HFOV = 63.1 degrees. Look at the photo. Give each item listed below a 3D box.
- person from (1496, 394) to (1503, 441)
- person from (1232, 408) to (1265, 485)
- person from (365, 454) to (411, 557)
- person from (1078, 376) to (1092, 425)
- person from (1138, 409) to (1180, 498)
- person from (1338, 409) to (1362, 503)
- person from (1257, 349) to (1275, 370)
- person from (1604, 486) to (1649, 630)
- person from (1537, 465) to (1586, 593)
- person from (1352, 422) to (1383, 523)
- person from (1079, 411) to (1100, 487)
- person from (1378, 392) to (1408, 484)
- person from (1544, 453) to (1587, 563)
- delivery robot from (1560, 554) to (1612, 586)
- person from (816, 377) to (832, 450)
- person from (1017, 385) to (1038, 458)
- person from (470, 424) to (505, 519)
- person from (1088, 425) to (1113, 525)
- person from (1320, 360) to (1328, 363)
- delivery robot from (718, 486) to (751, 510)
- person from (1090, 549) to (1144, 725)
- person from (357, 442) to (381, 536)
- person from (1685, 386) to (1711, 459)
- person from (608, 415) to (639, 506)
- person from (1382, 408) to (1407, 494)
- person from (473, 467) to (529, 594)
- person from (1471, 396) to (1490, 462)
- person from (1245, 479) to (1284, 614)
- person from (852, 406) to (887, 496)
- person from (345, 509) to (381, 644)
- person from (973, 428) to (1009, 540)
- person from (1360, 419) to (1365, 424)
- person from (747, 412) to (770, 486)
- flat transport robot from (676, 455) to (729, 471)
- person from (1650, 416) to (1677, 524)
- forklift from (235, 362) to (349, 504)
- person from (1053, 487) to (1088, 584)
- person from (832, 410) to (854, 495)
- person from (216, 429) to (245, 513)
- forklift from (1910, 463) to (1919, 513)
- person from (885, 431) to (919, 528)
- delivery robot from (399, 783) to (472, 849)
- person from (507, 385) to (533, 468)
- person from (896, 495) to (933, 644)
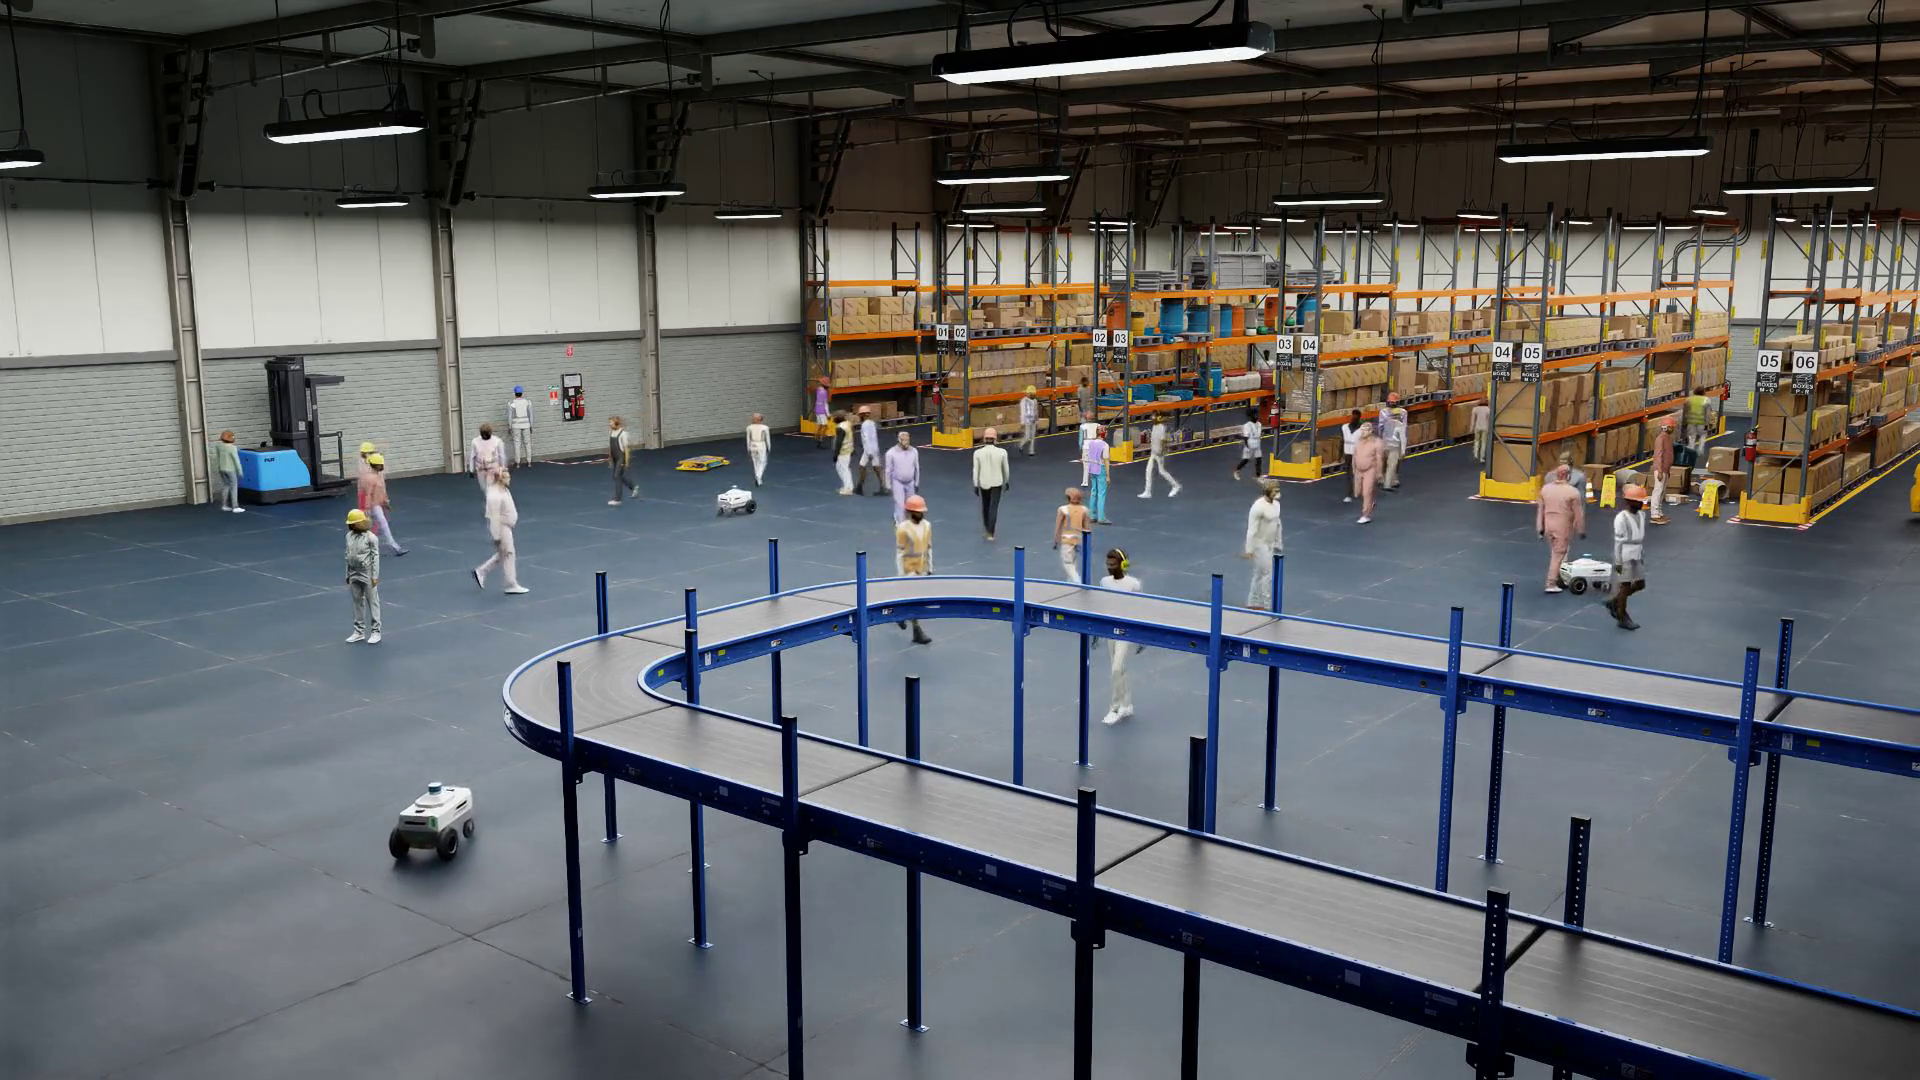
[{"bbox_3d":[13.819,-3.090,39.464,0.596,1.909,0.413,8,13,38],"label":"person"},{"bbox_3d":[6.393,-2.084,34.502,0.537,1.672,0.785,-8,13,-37],"label":"person"},{"bbox_3d":[-9.591,-0.560,25.782,0.963,1.711,0.536,0,10,-3],"label":"person"},{"bbox_3d":[3.377,-3.518,42.118,0.589,1.829,0.458,-8,13,-38],"label":"person"},{"bbox_3d":[4.150,-1.793,32.395,0.875,1.845,0.524,-4,11,-20],"label":"person"},{"bbox_3d":[8.052,-1.743,31.929,0.601,1.895,0.800,8,13,39],"label":"person"},{"bbox_3d":[10.315,-5.459,52.728,0.622,1.942,0.744,5,11,27],"label":"person"},{"bbox_3d":[8.887,0.216,20.829,0.571,1.925,0.501,-6,12,-32],"label":"person"},{"bbox_3d":[8.959,-0.171,23.135,0.826,1.880,0.651,-6,12,-30],"label":"person"},{"bbox_3d":[7.660,-1.280,29.372,0.611,1.890,0.651,-8,13,-38],"label":"person"},{"bbox_3d":[2.822,-1.970,33.935,0.512,1.642,0.312,-3,10,-15],"label":"person"},{"bbox_3d":[9.463,-2.221,34.260,0.619,2.032,0.433,5,11,24],"label":"person"},{"bbox_3d":[9.423,-0.424,24.537,0.650,1.880,1.029,8,13,38],"label":"person"},{"bbox_3d":[9.286,0.453,23.211,0.707,0.478,0.477,-2,10,-9],"label":"delivery robot"},{"bbox_3d":[-3.578,-3.329,40.923,0.374,1.888,0.703,-4,11,-21],"label":"person"},{"bbox_3d":[1.719,-2.944,38.907,0.451,1.816,0.622,8,13,40],"label":"person"},{"bbox_3d":[-9.063,-1.361,30.084,0.646,1.807,0.882,0,10,2],"label":"person"},{"bbox_3d":[2.591,-1.219,29.131,0.372,1.843,0.570,-6,12,-30],"label":"person"},{"bbox_3d":[12.867,-5.861,55.347,0.654,1.810,0.602,5,11,25],"label":"person"},{"bbox_3d":[-4.361,-0.804,30.285,0.477,0.478,0.707,6,12,30],"label":"delivery robot"},{"bbox_3d":[1.596,1.020,16.526,0.575,1.843,0.749,10,14,44],"label":"person"},{"bbox_3d":[-10.257,-0.844,27.253,0.540,1.755,0.459,5,11,26],"label":"person"},{"bbox_3d":[18.253,-2.903,38.693,0.629,1.822,0.567,8,13,39],"label":"person"},{"bbox_3d":[-6.808,-1.627,31.508,0.703,1.822,0.515,-10,14,-44],"label":"person"},{"bbox_3d":[9.243,-1.907,33.184,0.854,1.776,0.673,-5,11,-26],"label":"person"},{"bbox_3d":[-6.773,-0.142,22.958,0.719,1.887,0.661,-2,10,-9],"label":"person"},{"bbox_3d":[12.724,-2.702,38.131,0.497,1.620,0.509,6,12,30],"label":"person"},{"bbox_3d":[4.256,0.121,21.401,0.768,1.907,0.657,8,13,37],"label":"person"},{"bbox_3d":[-1.913,-1.851,32.636,0.962,1.859,0.556,5,11,25],"label":"person"},{"bbox_3d":[-7.658,0.458,20.004,0.483,1.735,0.311,3,11,18],"label":"person"},{"bbox_3d":[0.558,-1.007,27.659,0.609,1.934,1.033,2,10,10],"label":"person"},{"bbox_3d":[10.532,-3.349,41.344,0.331,1.768,0.526,-10,14,-43],"label":"person"},{"bbox_3d":[-4.377,-1.956,33.897,0.528,1.618,0.621,2,10,10],"label":"person"},{"bbox_3d":[-6.097,-1.826,37.100,0.652,0.197,1.431,3,11,19],"label":"flat transport robot"},{"bbox_3d":[13.144,-1.314,29.241,0.375,1.997,0.612,7,12,35],"label":"person"},{"bbox_3d":[-13.803,-2.244,32.110,1.129,2.768,1.873,8,13,37],"label":"forklift"},{"bbox_3d":[1.655,0.042,22.671,0.524,1.617,0.689,-6,12,-30],"label":"person"},{"bbox_3d":[-2.444,-1.824,32.662,0.467,1.802,0.670,0,10,2],"label":"person"},{"bbox_3d":[-14.202,-1.342,30.448,0.539,1.625,0.343,4,11,22],"label":"person"},{"bbox_3d":[19.034,-1.348,28.998,2.313,2.155,1.214,8,13,37],"label":"forklift"},{"bbox_3d":[-1.052,-1.018,27.891,0.662,1.886,0.687,-6,12,-30],"label":"person"},{"bbox_3d":[-4.358,2.264,13.016,0.477,0.478,0.707,2,10,9],"label":"delivery robot"},{"bbox_3d":[-10.440,-2.695,37.153,0.605,1.948,0.391,-6,12,-31],"label":"person"},{"bbox_3d":[-0.634,0.347,20.109,0.659,1.918,0.565,10,14,43],"label":"person"}]
